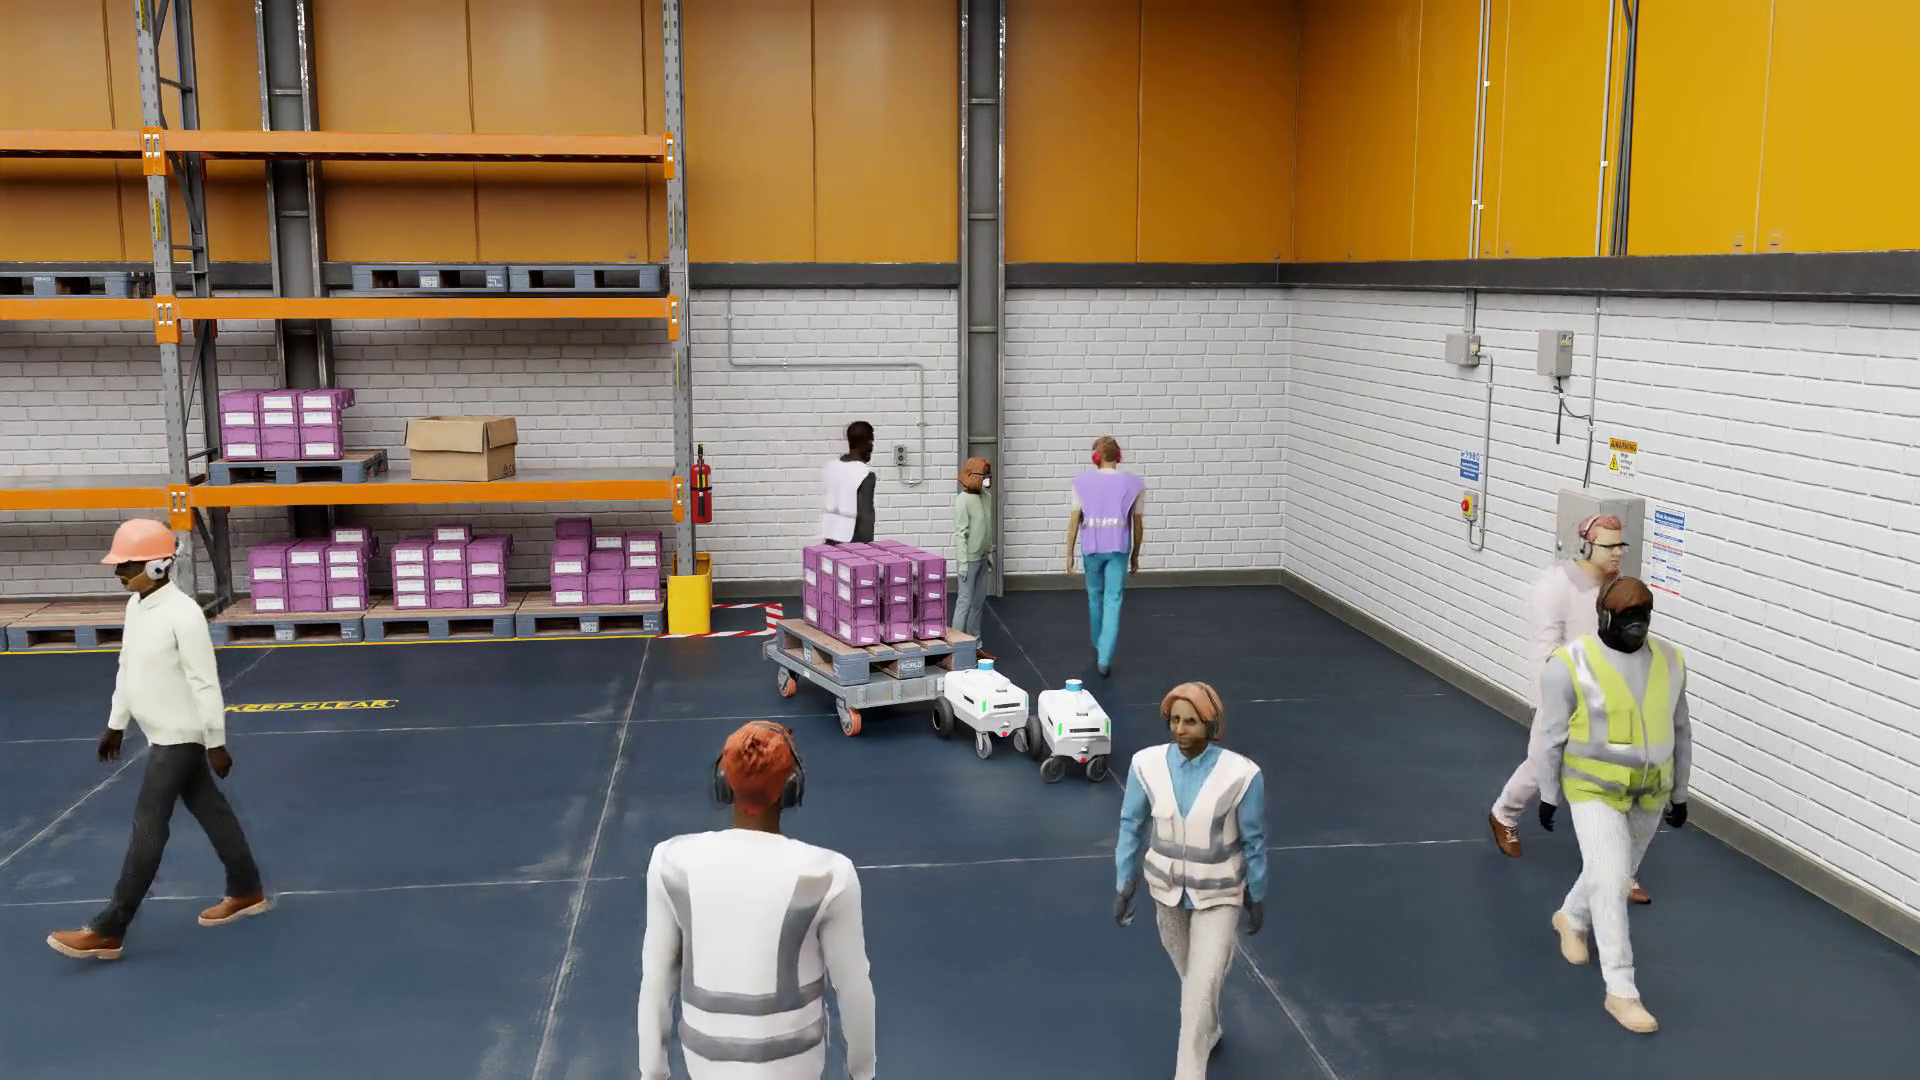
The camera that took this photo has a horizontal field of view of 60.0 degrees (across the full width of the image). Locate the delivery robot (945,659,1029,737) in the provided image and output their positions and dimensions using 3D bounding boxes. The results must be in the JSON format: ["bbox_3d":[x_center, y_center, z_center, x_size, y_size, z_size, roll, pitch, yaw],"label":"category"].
[{"bbox_3d":[0.166,1.008,10.660,0.477,0.478,0.707,-3,10,-21],"label":"delivery robot"}]

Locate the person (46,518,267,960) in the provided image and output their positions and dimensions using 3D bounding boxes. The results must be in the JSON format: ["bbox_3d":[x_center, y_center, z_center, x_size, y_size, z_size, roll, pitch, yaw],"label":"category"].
[{"bbox_3d":[-3.638,0.870,7.471,1.020,1.940,0.612,-8,12,-42],"label":"person"}]

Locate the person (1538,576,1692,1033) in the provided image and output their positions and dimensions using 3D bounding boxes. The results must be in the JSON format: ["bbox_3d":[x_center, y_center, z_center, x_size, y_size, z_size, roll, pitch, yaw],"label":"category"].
[{"bbox_3d":[2.726,1.024,6.973,0.632,1.808,0.910,-2,9,-10],"label":"person"}]

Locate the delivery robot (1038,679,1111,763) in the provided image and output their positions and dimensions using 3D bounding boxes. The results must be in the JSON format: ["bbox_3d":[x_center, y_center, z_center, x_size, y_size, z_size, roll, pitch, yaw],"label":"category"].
[{"bbox_3d":[0.693,1.094,10.126,0.477,0.478,0.707,-1,9,-7],"label":"delivery robot"}]

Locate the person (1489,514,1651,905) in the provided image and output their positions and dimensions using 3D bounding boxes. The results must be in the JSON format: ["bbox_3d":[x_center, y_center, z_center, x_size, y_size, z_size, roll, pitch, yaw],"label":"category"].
[{"bbox_3d":[3.073,0.779,8.311,0.633,1.871,0.967,-3,9,-16],"label":"person"}]

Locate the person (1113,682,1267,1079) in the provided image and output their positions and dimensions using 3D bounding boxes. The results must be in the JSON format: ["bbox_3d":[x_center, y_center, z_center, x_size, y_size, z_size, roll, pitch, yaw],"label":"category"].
[{"bbox_3d":[0.847,1.276,6.057,0.532,1.592,0.873,5,10,29],"label":"person"}]

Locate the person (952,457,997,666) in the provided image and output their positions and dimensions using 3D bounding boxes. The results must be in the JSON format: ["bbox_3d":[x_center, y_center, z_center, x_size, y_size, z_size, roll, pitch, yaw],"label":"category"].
[{"bbox_3d":[0.112,0.163,12.902,0.280,1.624,0.493,5,10,27],"label":"person"}]

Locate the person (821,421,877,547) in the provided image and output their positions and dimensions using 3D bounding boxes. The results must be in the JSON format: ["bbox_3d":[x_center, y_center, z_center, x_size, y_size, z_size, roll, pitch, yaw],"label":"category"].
[{"bbox_3d":[-0.921,0.029,12.974,0.592,1.869,0.629,-7,12,-39],"label":"person"}]

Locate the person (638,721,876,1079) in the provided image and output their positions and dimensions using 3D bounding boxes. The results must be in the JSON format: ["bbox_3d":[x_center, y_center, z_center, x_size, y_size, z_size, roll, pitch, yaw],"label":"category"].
[{"bbox_3d":[-0.514,1.383,4.554,0.616,1.852,0.824,2,9,12],"label":"person"}]

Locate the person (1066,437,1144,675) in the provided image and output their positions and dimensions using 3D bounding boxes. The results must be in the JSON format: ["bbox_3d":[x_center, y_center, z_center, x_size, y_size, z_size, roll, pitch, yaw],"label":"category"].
[{"bbox_3d":[1.111,0.101,12.771,0.569,1.782,0.933,1,9,6],"label":"person"}]
